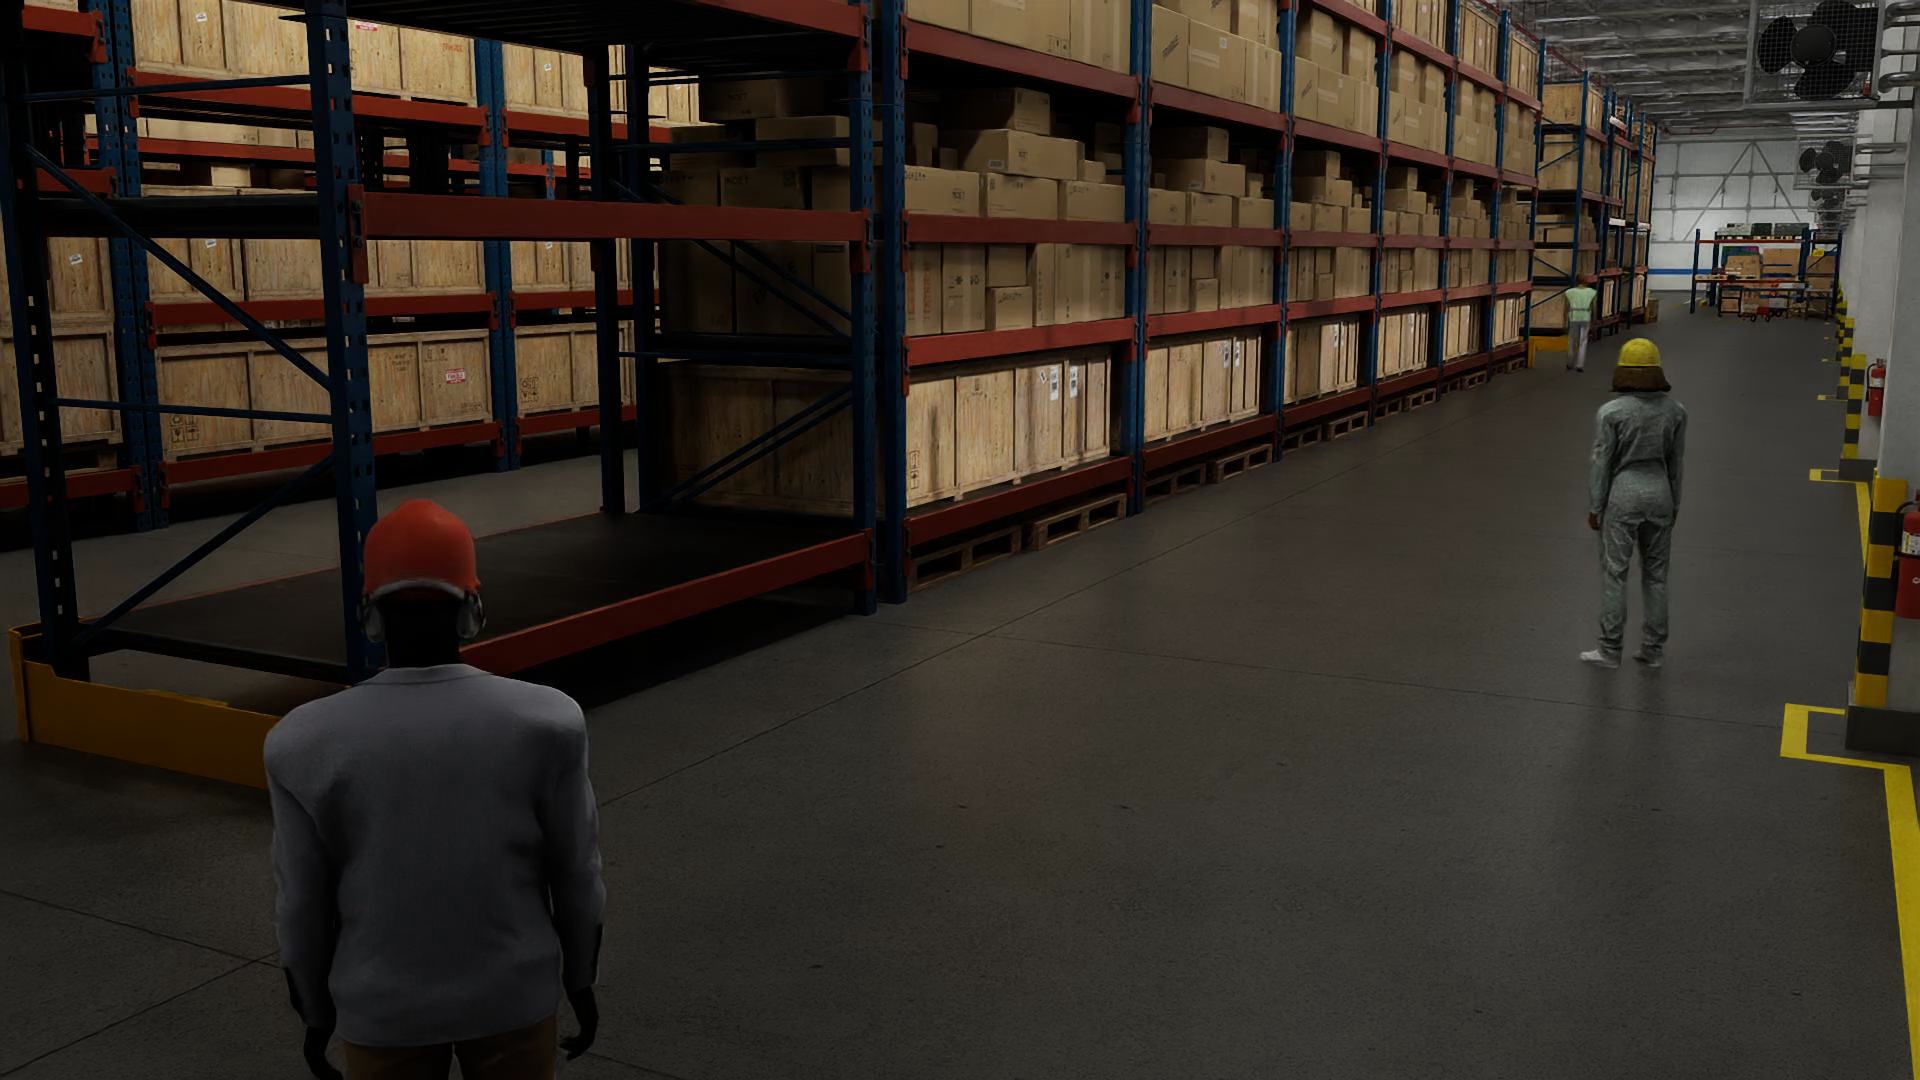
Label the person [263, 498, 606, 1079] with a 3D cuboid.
[{"bbox_3d":[-0.922,0.794,3.007,0.562,1.752,0.323,-3,10,-16],"label":"person"}]

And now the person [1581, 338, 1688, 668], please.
[{"bbox_3d":[3.551,-0.190,8.774,0.487,1.735,0.335,-1,10,-3],"label":"person"}]

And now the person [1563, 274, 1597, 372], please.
[{"bbox_3d":[11.444,-4.006,30.731,0.591,1.792,0.986,4,11,21],"label":"person"}]
